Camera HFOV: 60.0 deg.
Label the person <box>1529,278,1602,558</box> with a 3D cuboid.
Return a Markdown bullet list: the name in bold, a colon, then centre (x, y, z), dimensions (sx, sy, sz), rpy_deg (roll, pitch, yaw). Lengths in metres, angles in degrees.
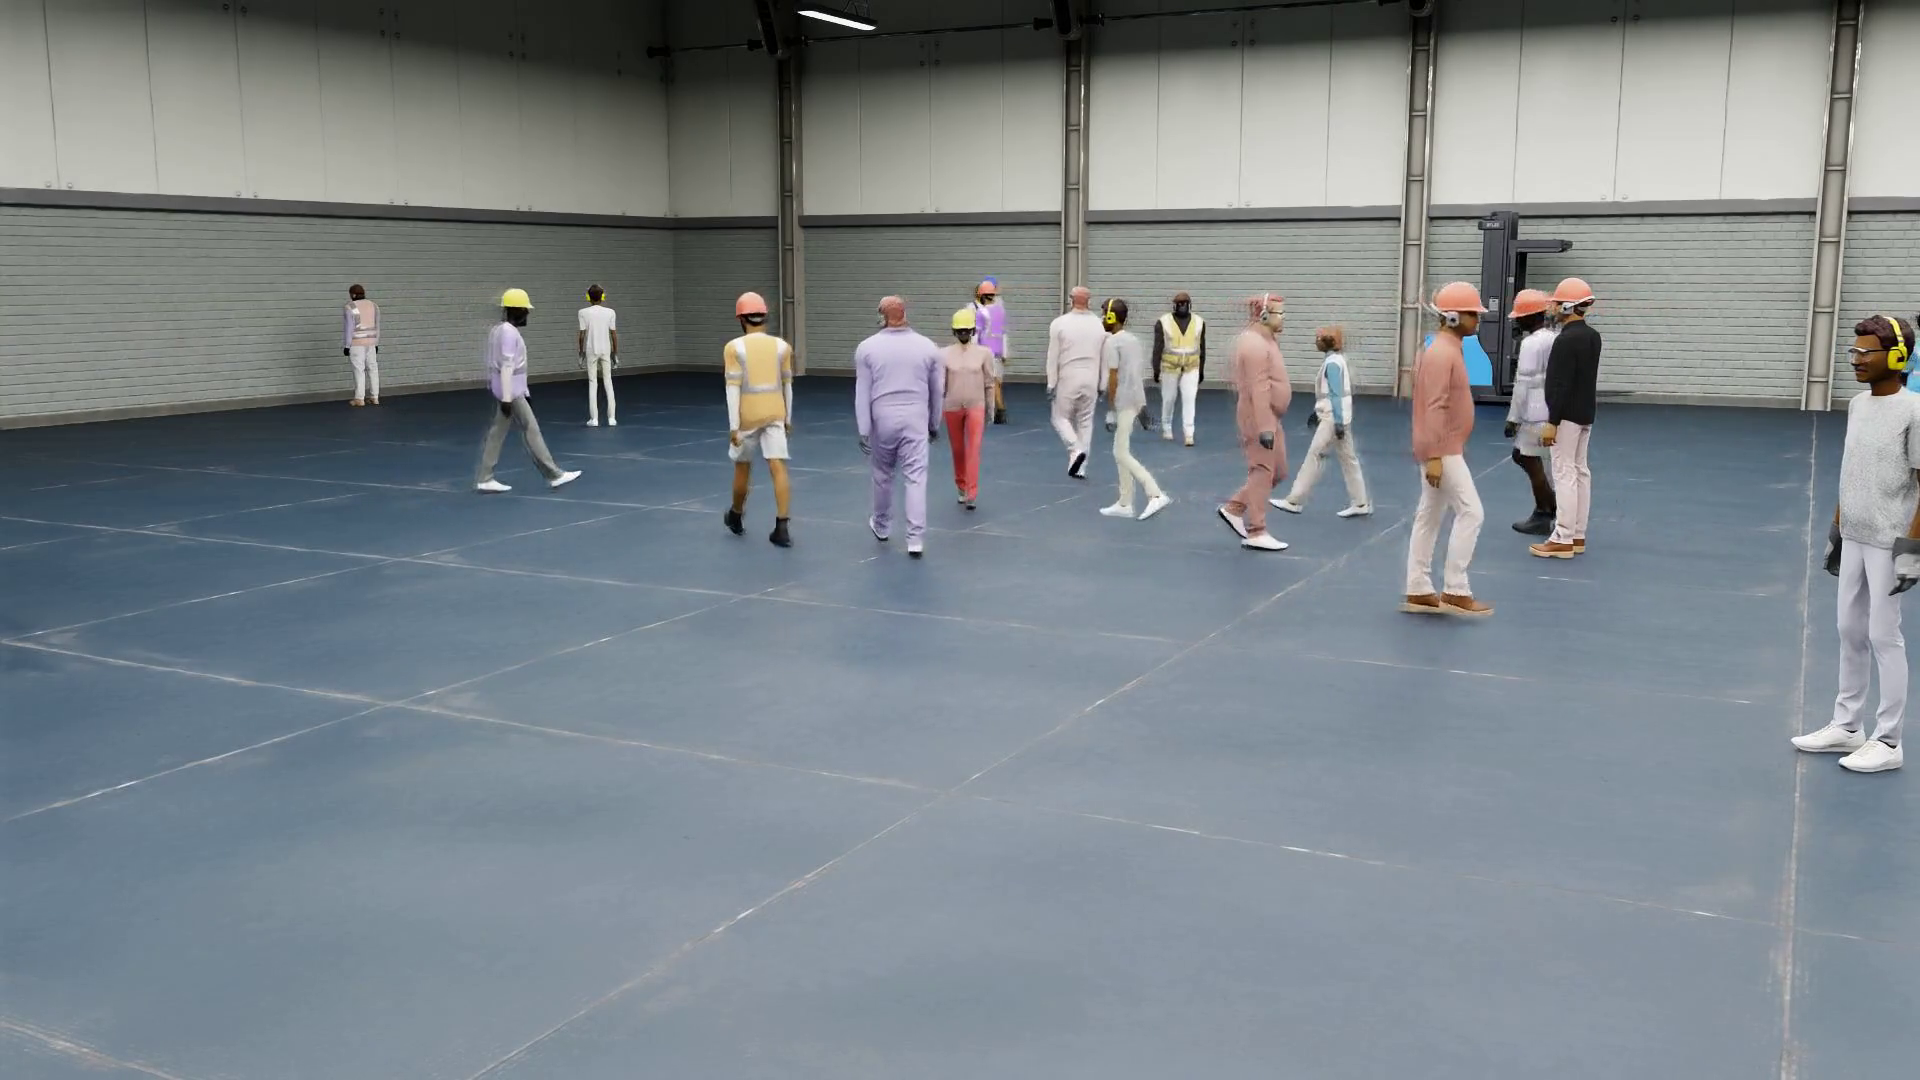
- **person**: centre (4.375, -0.879, 11.976), dimensions (0.379, 1.996, 0.609), rpy_deg (8, 12, 40)

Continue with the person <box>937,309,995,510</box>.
- **person**: centre (0.030, -1.139, 14.442), dimensions (0.542, 1.714, 0.922), rpy_deg (0, 9, 3)

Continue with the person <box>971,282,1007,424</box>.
- **person**: centre (0.306, -2.547, 22.578), dimensions (0.957, 1.888, 0.569), rpy_deg (8, 12, 42)

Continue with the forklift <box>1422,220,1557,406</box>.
- **forklift**: centre (8.245, -3.527, 25.720), dimensions (1.873, 2.768, 1.129), rpy_deg (5, 10, 27)

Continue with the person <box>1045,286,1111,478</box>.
- **person**: centre (1.163, -1.545, 16.387), dimensions (0.669, 1.893, 0.487), rpy_deg (-3, 10, -19)

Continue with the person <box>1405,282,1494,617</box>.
- **person**: centre (2.978, -0.525, 9.835), dimensions (0.672, 1.975, 0.646), rpy_deg (3, 10, 17)

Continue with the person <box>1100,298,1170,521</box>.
- **person**: centre (1.445, -1.084, 13.792), dimensions (0.684, 1.830, 0.554), rpy_deg (5, 11, 29)

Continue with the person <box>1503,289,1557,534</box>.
- **person**: centre (4.476, -0.996, 12.985), dimensions (0.438, 1.905, 0.550), rpy_deg (6, 11, 35)

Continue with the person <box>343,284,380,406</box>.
- **person**: centre (-9.157, -2.979, 25.424), dimensions (0.429, 1.838, 0.621), rpy_deg (6, 11, 32)

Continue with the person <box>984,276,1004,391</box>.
- **person**: centre (0.548, -3.483, 28.181), dimensions (0.398, 1.949, 0.604), rpy_deg (4, 10, 21)

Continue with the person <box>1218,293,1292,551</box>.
- **person**: centre (2.207, -0.871, 12.260), dimensions (0.465, 1.888, 0.649), rpy_deg (3, 10, 19)

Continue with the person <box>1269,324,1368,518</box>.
- **person**: centre (3.038, -0.987, 13.860), dimensions (0.838, 1.598, 0.525), rpy_deg (3, 10, 19)

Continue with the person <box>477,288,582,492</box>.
- **person**: centre (-4.056, -1.381, 15.423), dimensions (0.969, 1.873, 0.615), rpy_deg (-3, 10, -20)

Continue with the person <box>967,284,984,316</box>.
- **person**: centre (0.308, -3.250, 27.075), dimensions (0.521, 1.833, 0.476), rpy_deg (-7, 12, -37)

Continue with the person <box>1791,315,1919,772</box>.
- **person**: centre (3.766, 0.012, 6.873), dimensions (0.310, 1.869, 0.531), rpy_deg (-1, 9, -7)

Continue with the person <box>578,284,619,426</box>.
- **person**: centre (-4.792, -2.440, 22.009), dimensions (0.533, 1.864, 0.311), rpy_deg (-4, 10, -22)

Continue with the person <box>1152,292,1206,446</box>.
- **person**: centre (2.612, -2.063, 19.885), dimensions (0.639, 1.810, 0.921), rpy_deg (0, 9, -2)

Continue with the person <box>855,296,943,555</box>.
- **person**: centre (-0.456, -0.846, 12.195), dimensions (0.655, 1.849, 0.978), rpy_deg (-1, 9, -8)

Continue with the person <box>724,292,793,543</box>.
- **person**: centre (-1.541, -0.940, 12.716), dimensions (0.583, 1.880, 1.008), rpy_deg (-5, 10, -26)

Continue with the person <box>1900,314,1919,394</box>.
- **person**: centre (9.618, -1.486, 16.693), dimensions (0.537, 1.675, 0.677), rpy_deg (-2, 9, -13)
